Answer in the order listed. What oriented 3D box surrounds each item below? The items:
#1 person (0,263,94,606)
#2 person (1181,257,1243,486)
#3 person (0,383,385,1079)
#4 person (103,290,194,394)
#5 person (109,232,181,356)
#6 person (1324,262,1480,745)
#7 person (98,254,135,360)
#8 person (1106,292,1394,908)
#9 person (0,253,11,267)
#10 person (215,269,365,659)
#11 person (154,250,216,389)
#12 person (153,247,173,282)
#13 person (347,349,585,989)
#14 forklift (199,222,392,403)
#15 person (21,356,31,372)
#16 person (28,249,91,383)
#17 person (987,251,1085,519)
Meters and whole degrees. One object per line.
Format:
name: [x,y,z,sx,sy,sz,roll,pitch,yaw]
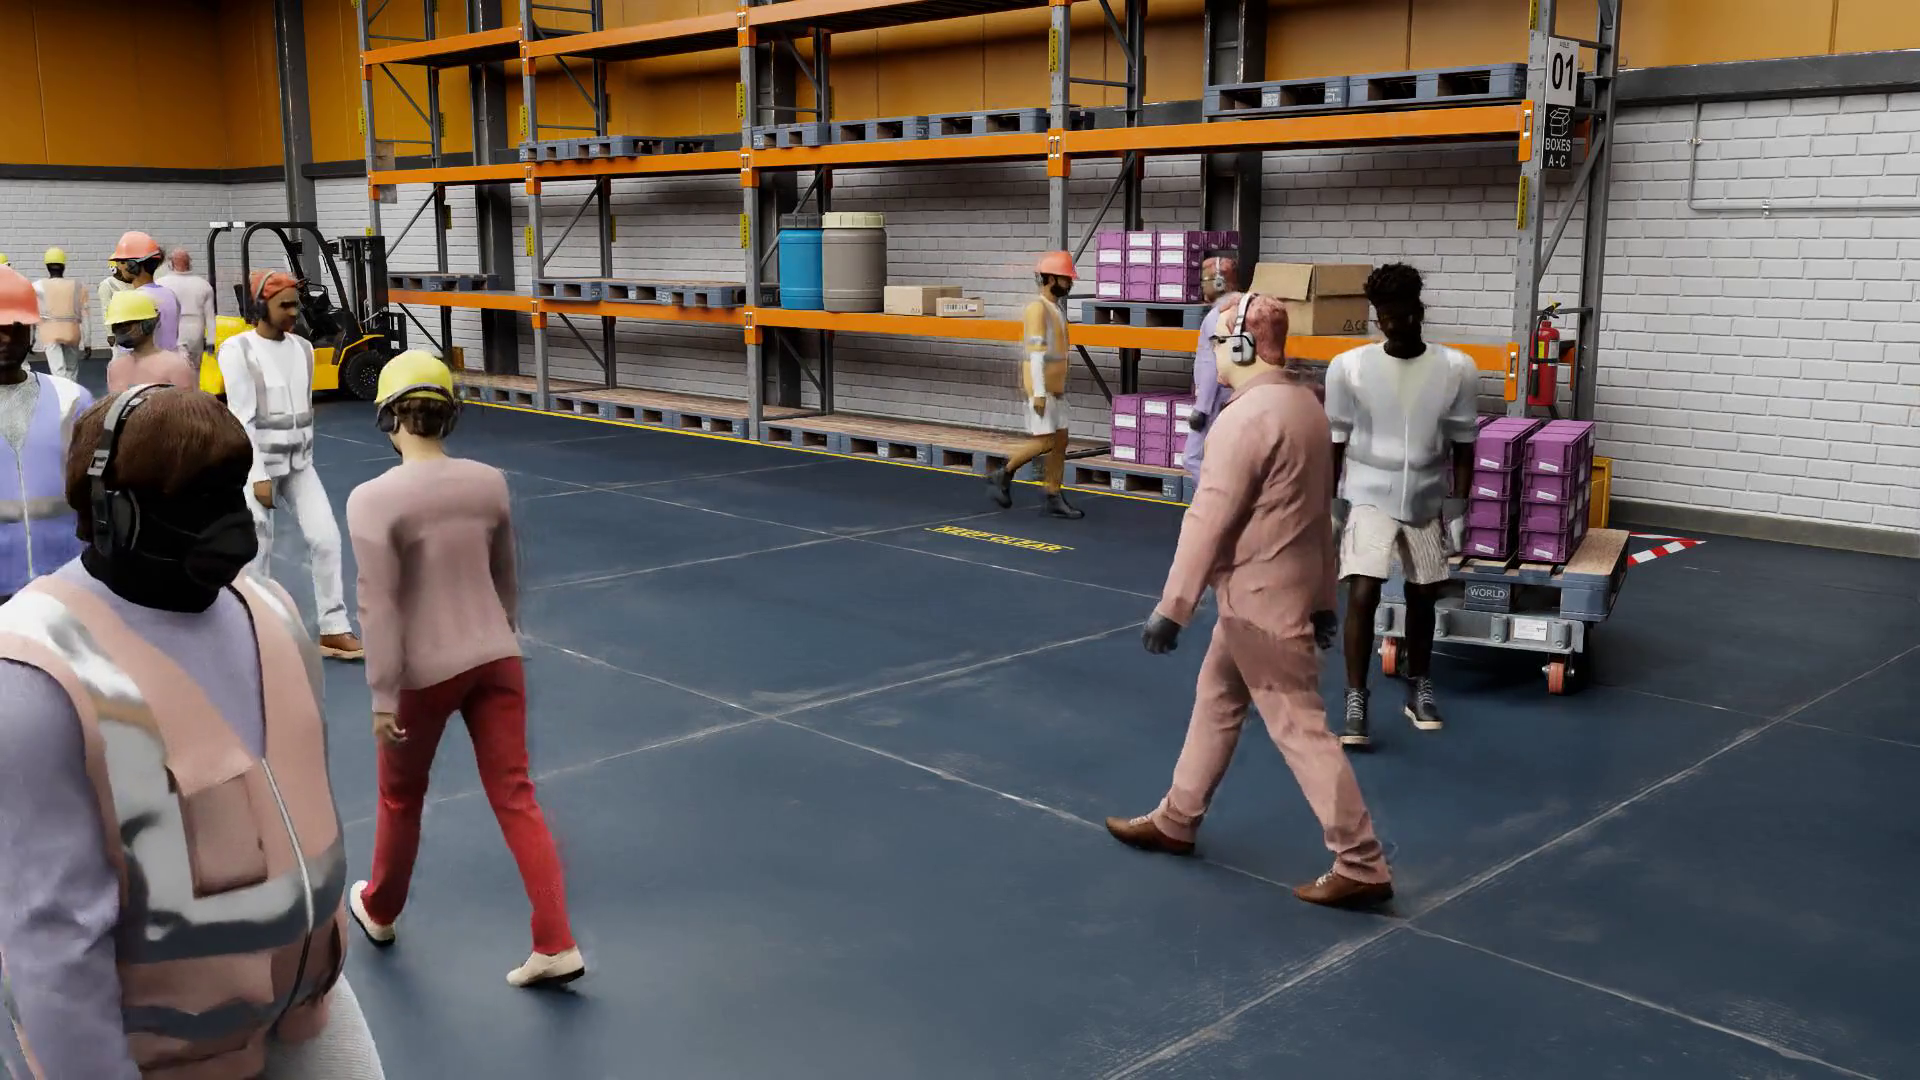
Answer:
person: [-2.924,0.119,5.176,0.544,1.939,0.353,-10,14,-44]
person: [1.712,-0.880,10.778,0.476,1.884,0.660,5,12,26]
person: [-1.033,0.697,2.345,0.570,1.824,0.631,4,11,19]
person: [-4.110,-0.393,8.479,0.542,1.749,0.378,4,11,21]
person: [-5.341,-0.995,10.962,0.374,2.043,0.613,-1,10,-3]
person: [1.733,-0.132,6.621,0.631,1.917,0.708,0,10,2]
person: [-9.793,-2.463,19.539,0.404,1.830,0.602,2,11,12]
person: [0.927,0.178,5.106,0.992,1.857,0.643,5,11,25]
person: [-11.341,-2.498,19.766,0.403,1.826,0.597,-2,11,-9]
person: [-3.116,-0.317,7.759,0.798,1.854,0.586,5,12,27]
person: [-8.473,-2.219,18.150,0.637,1.863,0.993,-9,14,-42]
person: [-12.428,-3.678,26.097,0.643,1.883,0.967,0,10,2]
person: [-1.392,0.355,4.501,0.932,1.712,0.555,8,13,38]
forklift: [-8.169,-2.758,20.163,2.313,2.155,1.214,-10,14,-44]
person: [-7.120,-1.012,12.277,0.519,1.589,0.836,-9,14,-41]
person: [-9.609,-2.156,17.759,0.589,1.876,0.994,-9,14,-41]
person: [0.570,-1.101,11.884,0.636,1.916,0.565,5,12,26]
